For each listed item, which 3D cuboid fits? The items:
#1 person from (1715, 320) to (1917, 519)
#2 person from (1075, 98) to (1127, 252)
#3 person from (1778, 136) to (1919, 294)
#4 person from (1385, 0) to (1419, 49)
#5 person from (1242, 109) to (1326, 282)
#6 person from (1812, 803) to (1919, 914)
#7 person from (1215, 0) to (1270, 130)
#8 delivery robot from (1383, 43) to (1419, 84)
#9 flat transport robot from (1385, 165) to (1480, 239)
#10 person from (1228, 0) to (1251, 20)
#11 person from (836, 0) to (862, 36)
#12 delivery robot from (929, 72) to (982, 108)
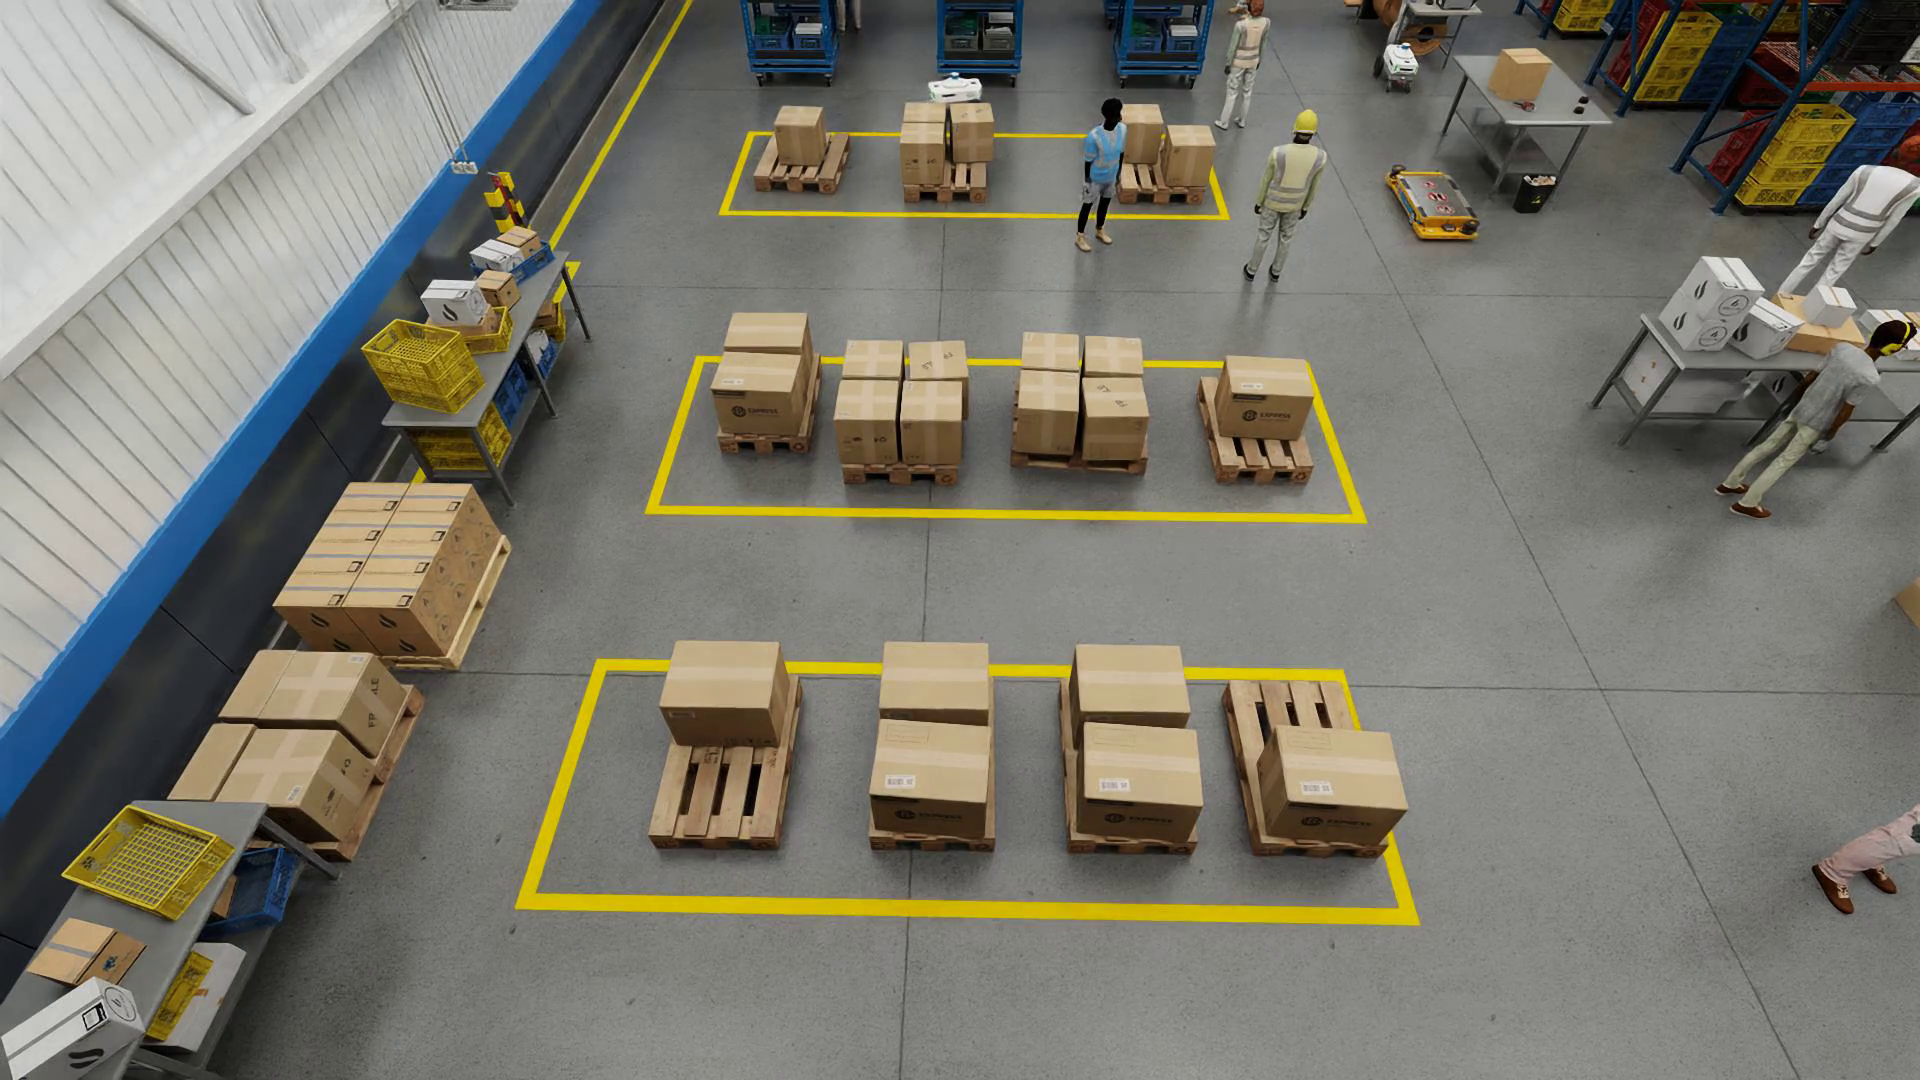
[{"bbox_3d":[6.779,-0.954,7.295,0.329,1.865,0.516,1,49,1],"label":"person"},{"bbox_3d":[1.552,-3.991,10.038,0.532,1.691,0.322,-24,53,-20],"label":"person"},{"bbox_3d":[8.835,-3.065,9.119,0.359,1.878,0.579,-33,57,-25],"label":"person"},{"bbox_3d":[6.580,-7.897,13.266,0.384,1.931,0.639,21,52,17],"label":"person"},{"bbox_3d":[3.380,-3.545,9.567,0.584,1.824,0.403,3,49,3],"label":"person"},{"bbox_3d":[5.656,1.538,5.114,0.639,1.904,0.409,-14,51,-12],"label":"person"},{"bbox_3d":[3.723,-6.243,12.026,0.521,1.632,0.314,-13,50,-11],"label":"person"},{"bbox_3d":[6.373,-6.919,13.258,0.477,0.478,0.707,4,49,4],"label":"delivery robot"},{"bbox_3d":[5.692,-4.094,11.059,0.652,0.197,1.431,1,49,1],"label":"flat transport robot"},{"bbox_3d":[4.701,-9.289,14.523,0.430,1.845,0.619,-14,51,-12],"label":"person"},{"bbox_3d":[-1.768,-8.846,14.052,0.622,1.982,0.412,-19,52,-16],"label":"person"},{"bbox_3d":[-0.068,-6.166,12.606,0.707,0.478,0.477,-8,50,-7],"label":"delivery robot"}]
